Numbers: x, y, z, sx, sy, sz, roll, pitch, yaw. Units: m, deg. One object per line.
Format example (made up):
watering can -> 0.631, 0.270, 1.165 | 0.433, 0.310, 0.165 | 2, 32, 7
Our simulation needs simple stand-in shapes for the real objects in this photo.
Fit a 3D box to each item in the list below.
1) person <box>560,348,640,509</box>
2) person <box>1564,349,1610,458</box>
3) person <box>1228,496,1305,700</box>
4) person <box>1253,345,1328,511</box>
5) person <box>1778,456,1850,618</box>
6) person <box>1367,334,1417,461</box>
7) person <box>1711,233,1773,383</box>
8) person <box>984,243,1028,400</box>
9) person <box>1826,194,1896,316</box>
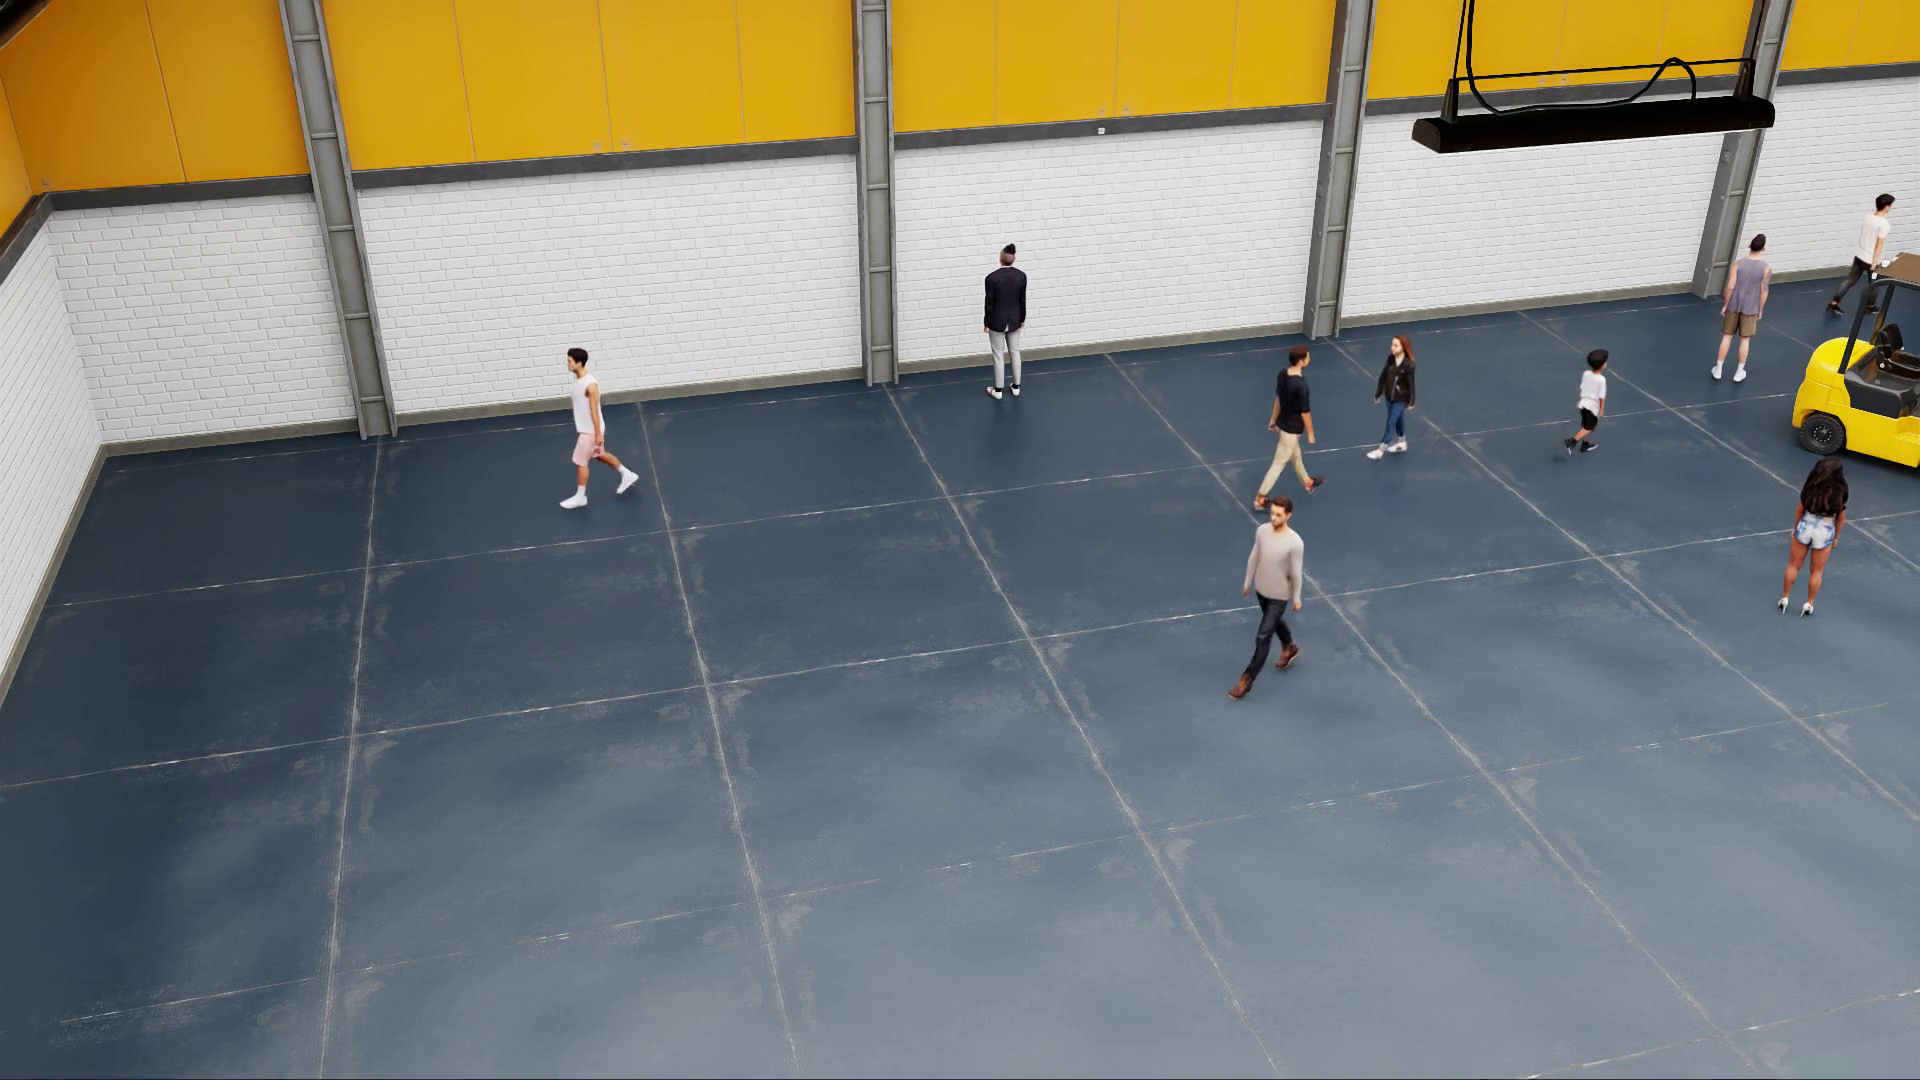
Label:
person -> -3.810, -1.202, 17.504 | 1.181, 1.760, 0.811 | -13, 31, -22
person -> 7.027, -1.515, 18.613 | 0.781, 1.248, 0.548 | -12, 31, -21
person -> 2.767, 0.434, 14.436 | 1.308, 1.827, 1.033 | -24, 36, -36
person -> 3.354, -1.125, 17.316 | 1.155, 1.805, 0.663 | -9, 30, -17
person -> 7.956, -0.033, 15.501 | 0.664, 1.626, 0.718 | 18, 33, 29
person -> 4.943, -1.616, 18.588 | 0.948, 1.449, 0.695 | -16, 32, -27
person -> 9.587, -2.857, 20.379 | 0.706, 1.846, 0.788 | 13, 31, 23
person -> 0.551, -2.648, 19.964 | 0.554, 1.944, 0.779 | -10, 30, -18
person -> 12.127, -3.798, 22.342 | 1.060, 1.684, 0.649 | -6, 29, -11
